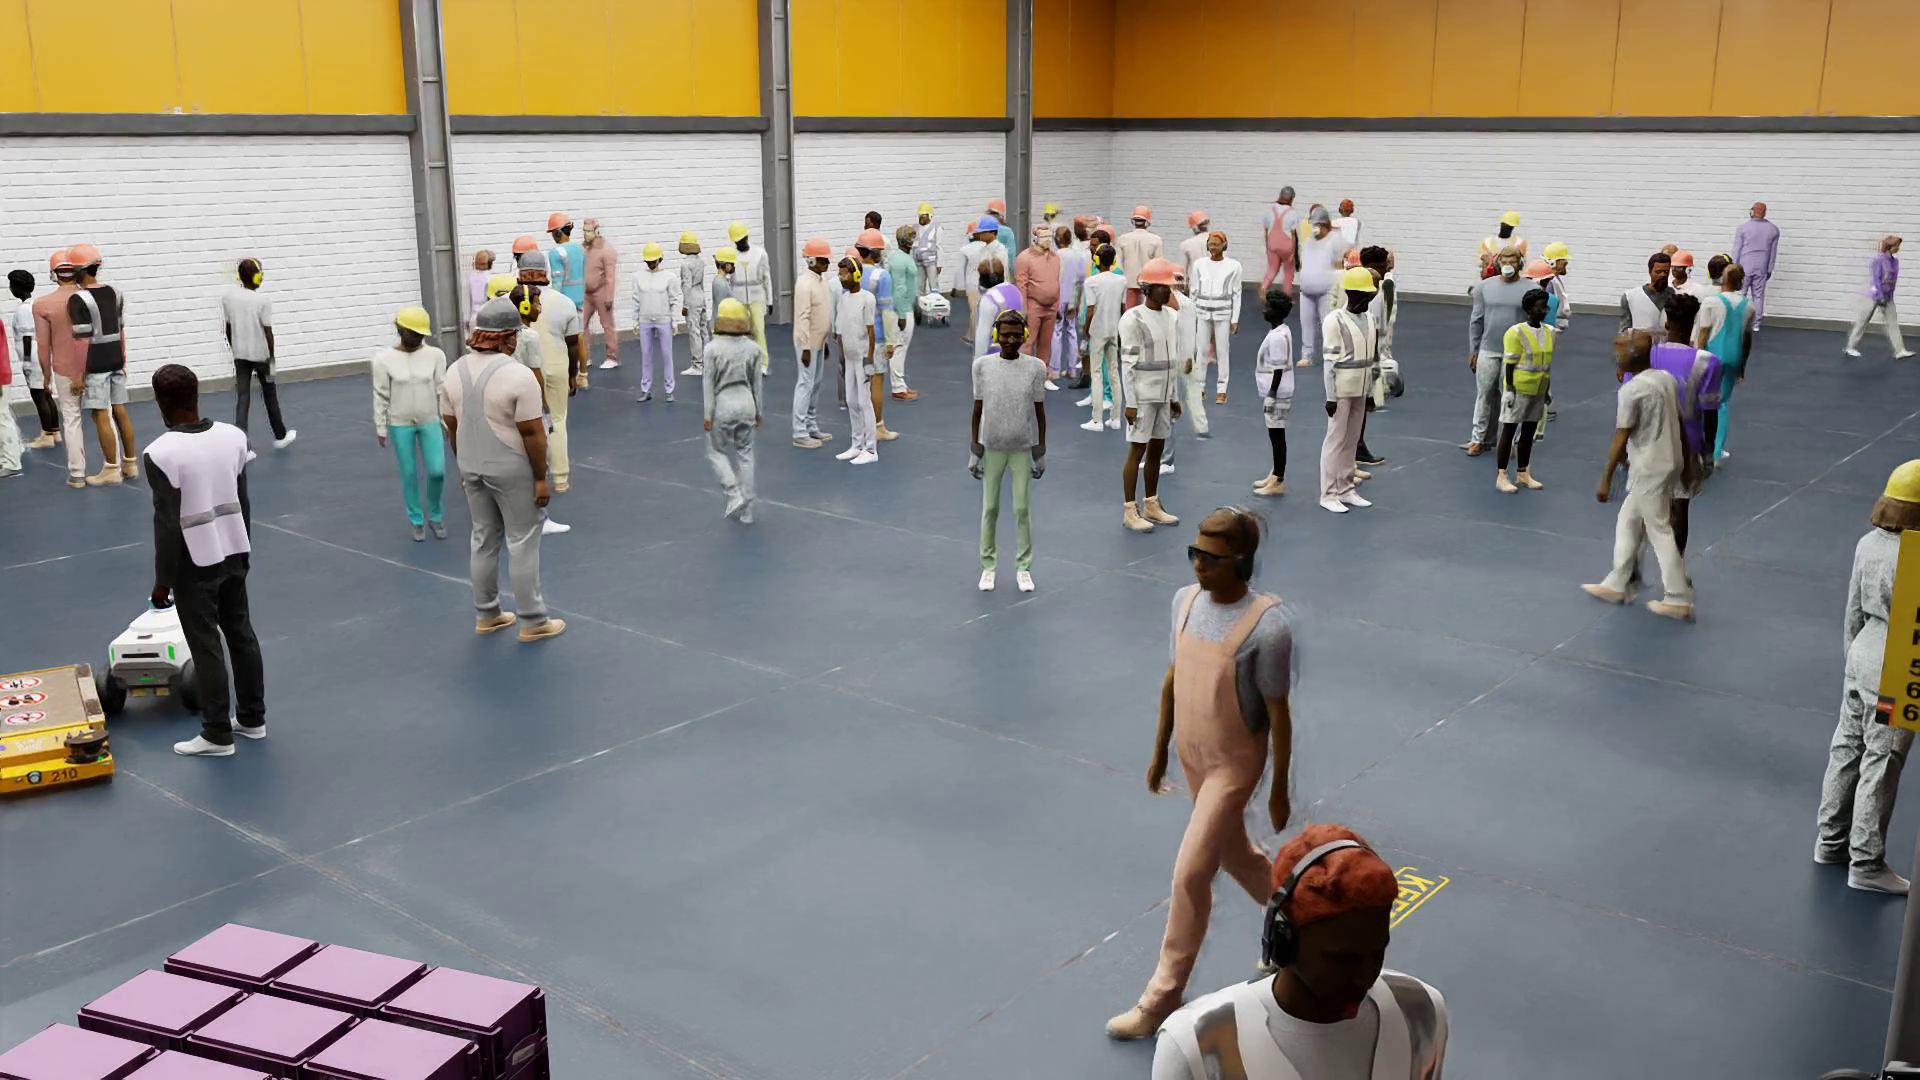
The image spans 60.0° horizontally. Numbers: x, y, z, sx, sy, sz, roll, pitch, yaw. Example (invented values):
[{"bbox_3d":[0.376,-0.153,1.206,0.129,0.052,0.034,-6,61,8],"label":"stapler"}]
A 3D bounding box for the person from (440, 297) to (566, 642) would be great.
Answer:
[{"bbox_3d":[-2.677,-0.427,9.879,0.688,2.000,0.536,7,16,27],"label":"person"}]

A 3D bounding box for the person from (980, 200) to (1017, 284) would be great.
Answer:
[{"bbox_3d":[0.580,-3.885,23.877,0.651,1.946,0.989,11,18,36],"label":"person"}]

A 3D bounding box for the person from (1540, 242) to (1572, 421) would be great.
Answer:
[{"bbox_3d":[6.096,-2.159,17.220,0.403,1.835,0.586,6,15,23],"label":"person"}]

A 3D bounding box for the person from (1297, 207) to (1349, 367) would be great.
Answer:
[{"bbox_3d":[4.570,-3.206,20.987,0.686,2.000,0.732,12,19,41],"label":"person"}]

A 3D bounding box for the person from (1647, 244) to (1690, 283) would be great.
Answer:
[{"bbox_3d":[8.353,-2.684,19.725,0.505,1.631,0.278,11,18,36],"label":"person"}]

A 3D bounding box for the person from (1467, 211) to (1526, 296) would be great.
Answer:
[{"bbox_3d":[7.039,-3.359,21.903,0.658,1.893,0.615,9,17,32],"label":"person"}]

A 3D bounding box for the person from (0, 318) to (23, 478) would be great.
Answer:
[{"bbox_3d":[-8.424,-1.409,14.417,0.348,1.740,0.573,-12,18,-40],"label":"person"}]

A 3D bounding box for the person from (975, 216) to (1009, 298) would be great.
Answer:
[{"bbox_3d":[0.378,-2.945,20.147,0.417,1.940,0.607,-6,15,-23],"label":"person"}]

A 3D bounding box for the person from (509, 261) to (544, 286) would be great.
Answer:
[{"bbox_3d":[-5.273,-2.839,20.331,0.524,1.639,0.306,8,16,30],"label":"person"}]

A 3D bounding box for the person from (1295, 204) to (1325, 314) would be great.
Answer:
[{"bbox_3d":[5.598,-4.422,26.387,0.915,1.789,0.643,-13,19,-43],"label":"person"}]

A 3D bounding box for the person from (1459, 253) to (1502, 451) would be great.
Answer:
[{"bbox_3d":[4.968,-1.754,15.584,0.390,1.842,0.564,9,16,31],"label":"person"}]

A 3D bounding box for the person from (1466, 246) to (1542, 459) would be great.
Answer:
[{"bbox_3d":[4.972,-1.715,15.233,0.627,1.941,0.370,6,15,23],"label":"person"}]

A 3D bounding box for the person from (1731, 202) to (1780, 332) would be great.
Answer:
[{"bbox_3d":[11.662,-4.013,24.508,0.638,1.900,0.404,0,14,0],"label":"person"}]

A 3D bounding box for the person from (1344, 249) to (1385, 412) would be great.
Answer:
[{"bbox_3d":[4.269,-2.238,17.780,0.729,1.708,0.638,6,15,22],"label":"person"}]

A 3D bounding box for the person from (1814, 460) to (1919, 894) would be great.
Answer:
[{"bbox_3d":[3.715,0.537,6.631,0.299,1.743,0.493,0,14,-2],"label":"person"}]

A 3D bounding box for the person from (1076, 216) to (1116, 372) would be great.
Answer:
[{"bbox_3d":[1.654,-3.039,20.589,0.410,1.909,0.643,-6,15,-23],"label":"person"}]

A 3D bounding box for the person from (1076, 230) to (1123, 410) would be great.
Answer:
[{"bbox_3d":[1.526,-2.359,17.848,0.378,1.917,0.598,-8,16,-28],"label":"person"}]

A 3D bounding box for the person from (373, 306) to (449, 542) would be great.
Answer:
[{"bbox_3d":[-3.968,-0.829,12.094,0.547,1.729,0.460,-7,15,-24],"label":"person"}]

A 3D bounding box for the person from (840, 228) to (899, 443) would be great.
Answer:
[{"bbox_3d":[-0.866,-1.964,16.016,0.609,2.043,0.397,11,18,37],"label":"person"}]

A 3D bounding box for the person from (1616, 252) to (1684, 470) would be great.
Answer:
[{"bbox_3d":[6.104,-1.580,14.737,0.592,1.919,0.392,0,14,-1],"label":"person"}]

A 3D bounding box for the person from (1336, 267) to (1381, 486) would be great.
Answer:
[{"bbox_3d":[3.365,-1.393,14.150,0.350,1.839,0.506,9,17,32],"label":"person"}]

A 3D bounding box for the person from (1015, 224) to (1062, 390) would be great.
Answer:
[{"bbox_3d":[0.925,-2.637,18.983,0.638,1.911,0.402,-11,18,-38],"label":"person"}]

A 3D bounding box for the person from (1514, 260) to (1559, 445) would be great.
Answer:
[{"bbox_3d":[5.470,-1.783,15.878,0.327,1.752,0.562,11,18,38],"label":"person"}]

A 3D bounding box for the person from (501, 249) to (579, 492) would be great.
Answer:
[{"bbox_3d":[-3.504,-1.399,13.765,0.683,2.000,0.535,-5,15,-20],"label":"person"}]

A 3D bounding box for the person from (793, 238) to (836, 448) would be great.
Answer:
[{"bbox_3d":[-1.368,-1.865,15.768,0.434,1.978,0.622,3,14,11],"label":"person"}]

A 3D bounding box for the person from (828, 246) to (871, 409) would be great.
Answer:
[{"bbox_3d":[-1.127,-2.268,17.824,0.564,1.749,0.334,4,15,15],"label":"person"}]

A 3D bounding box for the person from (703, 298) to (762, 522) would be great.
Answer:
[{"bbox_3d":[-1.743,-0.986,12.746,0.503,1.727,0.369,-9,17,-32],"label":"person"}]

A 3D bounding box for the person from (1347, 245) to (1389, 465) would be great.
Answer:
[{"bbox_3d":[3.647,-1.667,14.986,0.374,1.966,0.608,-1,14,-4],"label":"person"}]

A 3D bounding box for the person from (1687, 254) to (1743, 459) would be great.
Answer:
[{"bbox_3d":[6.861,-1.666,15.184,0.519,1.869,0.327,11,18,38],"label":"person"}]

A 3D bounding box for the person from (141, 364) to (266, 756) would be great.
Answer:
[{"bbox_3d":[-3.641,0.102,8.028,0.391,1.913,0.587,5,15,18],"label":"person"}]

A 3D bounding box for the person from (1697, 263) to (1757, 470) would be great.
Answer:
[{"bbox_3d":[6.786,-1.544,14.818,0.548,1.801,0.577,0,14,1],"label":"person"}]

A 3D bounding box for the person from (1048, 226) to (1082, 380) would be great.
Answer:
[{"bbox_3d":[1.236,-2.827,19.895,0.511,1.836,0.357,-9,16,-31],"label":"person"}]

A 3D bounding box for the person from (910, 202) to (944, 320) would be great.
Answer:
[{"bbox_3d":[-0.535,-4.351,26.002,0.590,1.825,0.403,9,17,32],"label":"person"}]

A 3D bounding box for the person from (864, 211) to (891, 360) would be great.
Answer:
[{"bbox_3d":[-1.060,-3.289,21.567,0.371,1.916,0.597,-7,16,-27],"label":"person"}]

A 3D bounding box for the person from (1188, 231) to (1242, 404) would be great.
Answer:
[{"bbox_3d":[2.782,-2.434,18.222,0.573,1.883,0.355,6,15,23],"label":"person"}]

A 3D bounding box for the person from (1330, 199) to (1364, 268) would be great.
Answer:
[{"bbox_3d":[5.949,-4.328,25.785,0.590,1.882,0.346,-3,14,-13],"label":"person"}]

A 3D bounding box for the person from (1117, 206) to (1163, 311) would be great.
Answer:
[{"bbox_3d":[2.315,-3.299,21.448,0.621,1.992,0.397,4,15,15],"label":"person"}]
